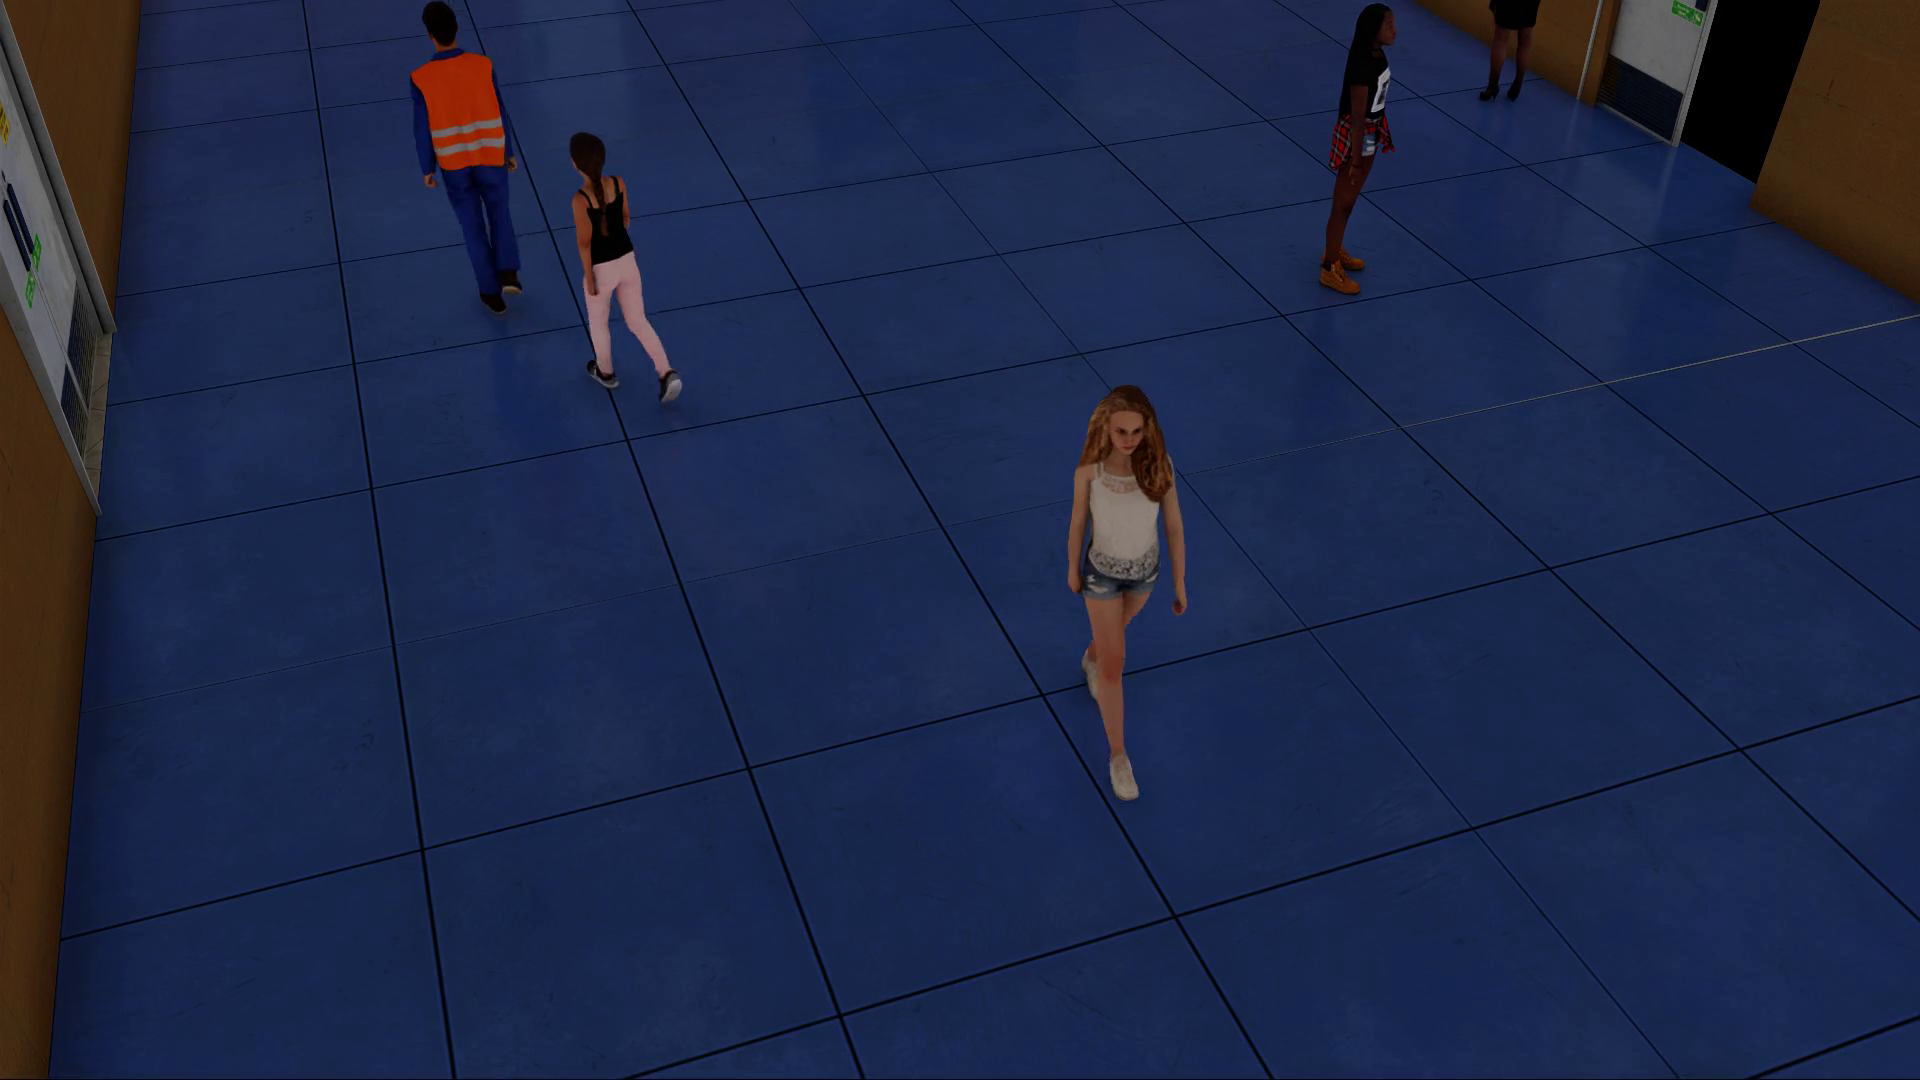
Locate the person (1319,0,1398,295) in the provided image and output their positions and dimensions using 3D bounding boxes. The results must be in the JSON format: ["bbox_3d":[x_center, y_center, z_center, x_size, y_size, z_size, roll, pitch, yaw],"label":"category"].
[{"bbox_3d":[2.370,-2.354,9.961,0.767,1.729,0.719,11,38,15],"label":"person"}]

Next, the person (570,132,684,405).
[{"bbox_3d":[-1.810,-1.415,8.863,0.986,1.544,0.842,-29,46,-33],"label":"person"}]

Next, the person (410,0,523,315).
[{"bbox_3d":[-2.781,-2.133,9.564,0.717,1.852,0.807,-17,40,-22],"label":"person"}]

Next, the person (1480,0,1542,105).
[{"bbox_3d":[4.125,-4.074,12.259,0.521,1.704,0.695,-3,37,-4],"label":"person"}]

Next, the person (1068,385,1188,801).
[{"bbox_3d":[0.628,0.094,6.710,1.095,1.716,0.762,-6,37,-9],"label":"person"}]
